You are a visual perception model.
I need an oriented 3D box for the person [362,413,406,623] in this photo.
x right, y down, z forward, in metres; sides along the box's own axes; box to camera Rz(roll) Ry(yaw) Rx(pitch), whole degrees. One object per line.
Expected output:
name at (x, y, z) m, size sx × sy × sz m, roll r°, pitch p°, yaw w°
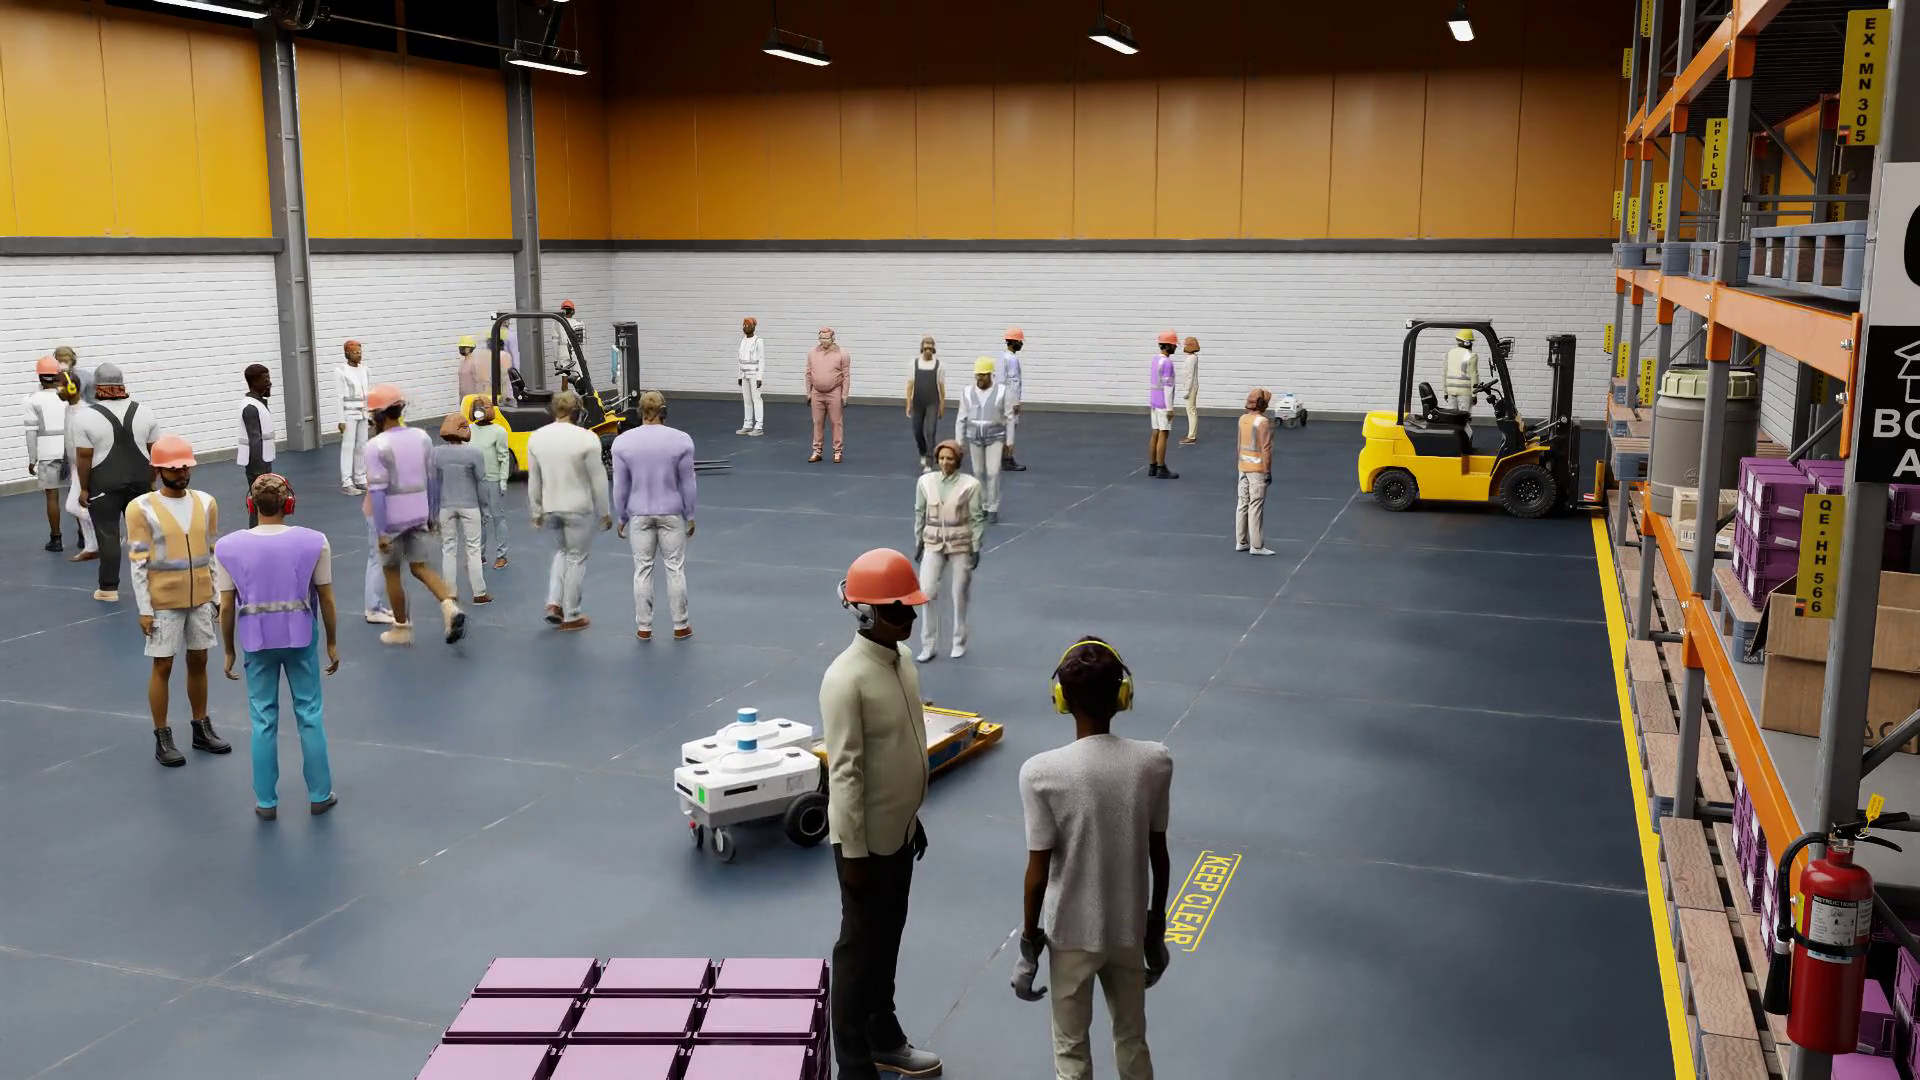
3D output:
person at (-4.623, -0.205, 13.406) m, size 0.405 × 1.749 × 0.541 m, roll -4°, pitch 11°, yaw -23°

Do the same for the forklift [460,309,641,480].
forklift at (-5.354, -1.902, 21.697) m, size 2.313 × 2.155 × 1.214 m, roll -2°, pitch 10°, yaw -13°

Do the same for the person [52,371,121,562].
person at (-8.428, -0.695, 15.908) m, size 0.404 × 1.843 × 0.512 m, roll -9°, pitch 13°, yaw -41°

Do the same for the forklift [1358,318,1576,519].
forklift at (5.787, -1.437, 19.079) m, size 2.313 × 2.155 × 1.214 m, roll 3°, pitch 11°, yaw 19°

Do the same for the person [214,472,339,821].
person at (-3.585, 0.567, 8.772) m, size 0.574 × 1.843 × 0.375 m, roll -4°, pitch 11°, yaw -20°

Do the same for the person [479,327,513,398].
person at (-6.338, -1.970, 22.840) m, size 0.596 × 1.914 × 0.448 m, roll 7°, pitch 12°, yaw 33°

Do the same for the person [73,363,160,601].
person at (-7.244, -0.505, 14.264) m, size 0.539 × 2.000 × 0.689 m, roll 9°, pitch 13°, yaw 41°

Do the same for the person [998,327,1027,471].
person at (0.709, -1.900, 22.414) m, size 0.371 × 1.933 × 0.551 m, roll -3°, pitch 10°, yaw -16°

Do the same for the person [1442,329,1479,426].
person at (7.291, -2.161, 24.191) m, size 0.404 × 1.826 × 0.610 m, roll -7°, pitch 12°, yaw -34°

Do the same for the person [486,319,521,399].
person at (-7.574, -2.839, 27.770) m, size 0.651 × 1.913 × 0.410 m, roll 6°, pitch 12°, yaw 29°

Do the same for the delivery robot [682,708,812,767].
delivery robot at (-1.134, 1.144, 8.896) m, size 0.477 × 0.478 × 0.707 m, roll 9°, pitch 14°, yaw 42°

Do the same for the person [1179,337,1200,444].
person at (3.518, -2.291, 25.460) m, size 0.285 × 1.636 × 0.498 m, roll 2°, pitch 10°, yaw 14°

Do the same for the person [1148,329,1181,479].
person at (2.669, -1.769, 21.670) m, size 0.379 × 1.937 × 0.548 m, roll -2°, pitch 10°, yaw -13°

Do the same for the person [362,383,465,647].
person at (-4.101, -0.159, 12.389) m, size 0.742 × 2.016 × 0.638 m, roll 6°, pitch 12°, yaw 32°

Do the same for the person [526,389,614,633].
person at (-3.052, -0.223, 13.052) m, size 0.624 × 1.912 × 0.446 m, roll 4°, pitch 11°, yaw 23°

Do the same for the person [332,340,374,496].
person at (-7.368, -1.491, 20.262) m, size 0.342 × 1.880 × 0.579 m, roll 4°, pitch 11°, yaw 21°

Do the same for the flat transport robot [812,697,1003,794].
flat transport robot at (-0.359, 1.197, 9.660) m, size 0.652 × 0.197 × 1.431 m, roll 5°, pitch 11°, yaw 28°

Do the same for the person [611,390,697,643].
person at (-2.326, -0.174, 12.710) m, size 0.629 × 1.933 × 0.379 m, roll -1°, pitch 10°, yaw -4°

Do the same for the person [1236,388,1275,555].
person at (2.892, -0.670, 16.323) m, size 0.311 × 1.640 × 0.512 m, roll -4°, pitch 11°, yaw -21°

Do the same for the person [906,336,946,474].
person at (-0.445, -1.816, 22.254) m, size 0.519 × 1.826 × 0.787 m, roll 1°, pitch 10°, yaw 8°

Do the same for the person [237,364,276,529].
person at (-6.640, -0.708, 15.752) m, size 0.376 × 1.917 × 0.600 m, roll -3°, pitch 11°, yaw -19°

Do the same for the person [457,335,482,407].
person at (-6.890, -1.982, 23.347) m, size 0.300 × 1.772 × 0.532 m, roll -9°, pitch 14°, yaw -42°

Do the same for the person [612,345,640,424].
person at (-5.642, -2.765, 28.117) m, size 0.512 × 1.642 × 0.311 m, roll -7°, pitch 12°, yaw -34°

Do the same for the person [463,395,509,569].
person at (-4.465, -0.545, 15.628) m, size 0.500 × 1.636 × 0.279 m, roll 3°, pitch 11°, yaw 17°

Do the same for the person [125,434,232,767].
person at (-4.571, 0.343, 9.775) m, size 0.370 × 1.939 × 0.543 m, roll 7°, pitch 12°, yaw 35°

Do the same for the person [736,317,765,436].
person at (-3.346, -2.605, 26.530) m, size 0.578 × 1.884 × 0.353 m, roll 10°, pitch 14°, yaw 43°

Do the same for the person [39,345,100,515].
person at (-9.933, -1.217, 18.602) m, size 0.644 × 1.919 × 0.499 m, roll 0°, pitch 10°, yaw -2°

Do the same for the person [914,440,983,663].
person at (-0.114, 0.092, 12.078) m, size 0.548 × 1.618 × 0.621 m, roll 3°, pitch 10°, yaw 16°

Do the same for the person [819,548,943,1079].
person at (-0.279, 1.011, 5.854) m, size 0.376 × 1.995 × 0.612 m, roll 3°, pitch 11°, yaw 18°

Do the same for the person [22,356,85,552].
person at (-8.963, -0.851, 16.502) m, size 0.545 × 1.939 × 0.373 m, roll -8°, pitch 13°, yaw -39°

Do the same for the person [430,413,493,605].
person at (-4.210, -0.255, 14.005) m, size 0.498 × 1.633 × 0.284 m, roll 1°, pitch 10°, yaw 3°

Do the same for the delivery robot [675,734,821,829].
delivery robot at (-1.073, 1.229, 8.418) m, size 0.707 × 0.478 × 0.477 m, roll -7°, pitch 12°, yaw -33°

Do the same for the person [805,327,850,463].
person at (-1.857, -2.021, 23.196) m, size 0.639 × 1.903 × 0.409 m, roll 2°, pitch 10°, yaw 13°

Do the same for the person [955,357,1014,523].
person at (0.240, -1.078, 18.137) m, size 0.631 × 1.806 × 0.721 m, roll 3°, pitch 10°, yaw 15°

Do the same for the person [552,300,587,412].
person at (-7.065, -3.319, 30.129) m, size 0.605 × 2.036 × 0.383 m, roll -2°, pitch 10°, yaw -8°

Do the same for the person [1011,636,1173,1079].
person at (0.398, 1.218, 5.066) m, size 0.517 × 1.864 × 0.334 m, roll -4°, pitch 11°, yaw -19°

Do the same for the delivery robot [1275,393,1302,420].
delivery robot at (5.501, -2.212, 27.795) m, size 0.477 × 0.478 × 0.707 m, roll 4°, pitch 11°, yaw 21°
